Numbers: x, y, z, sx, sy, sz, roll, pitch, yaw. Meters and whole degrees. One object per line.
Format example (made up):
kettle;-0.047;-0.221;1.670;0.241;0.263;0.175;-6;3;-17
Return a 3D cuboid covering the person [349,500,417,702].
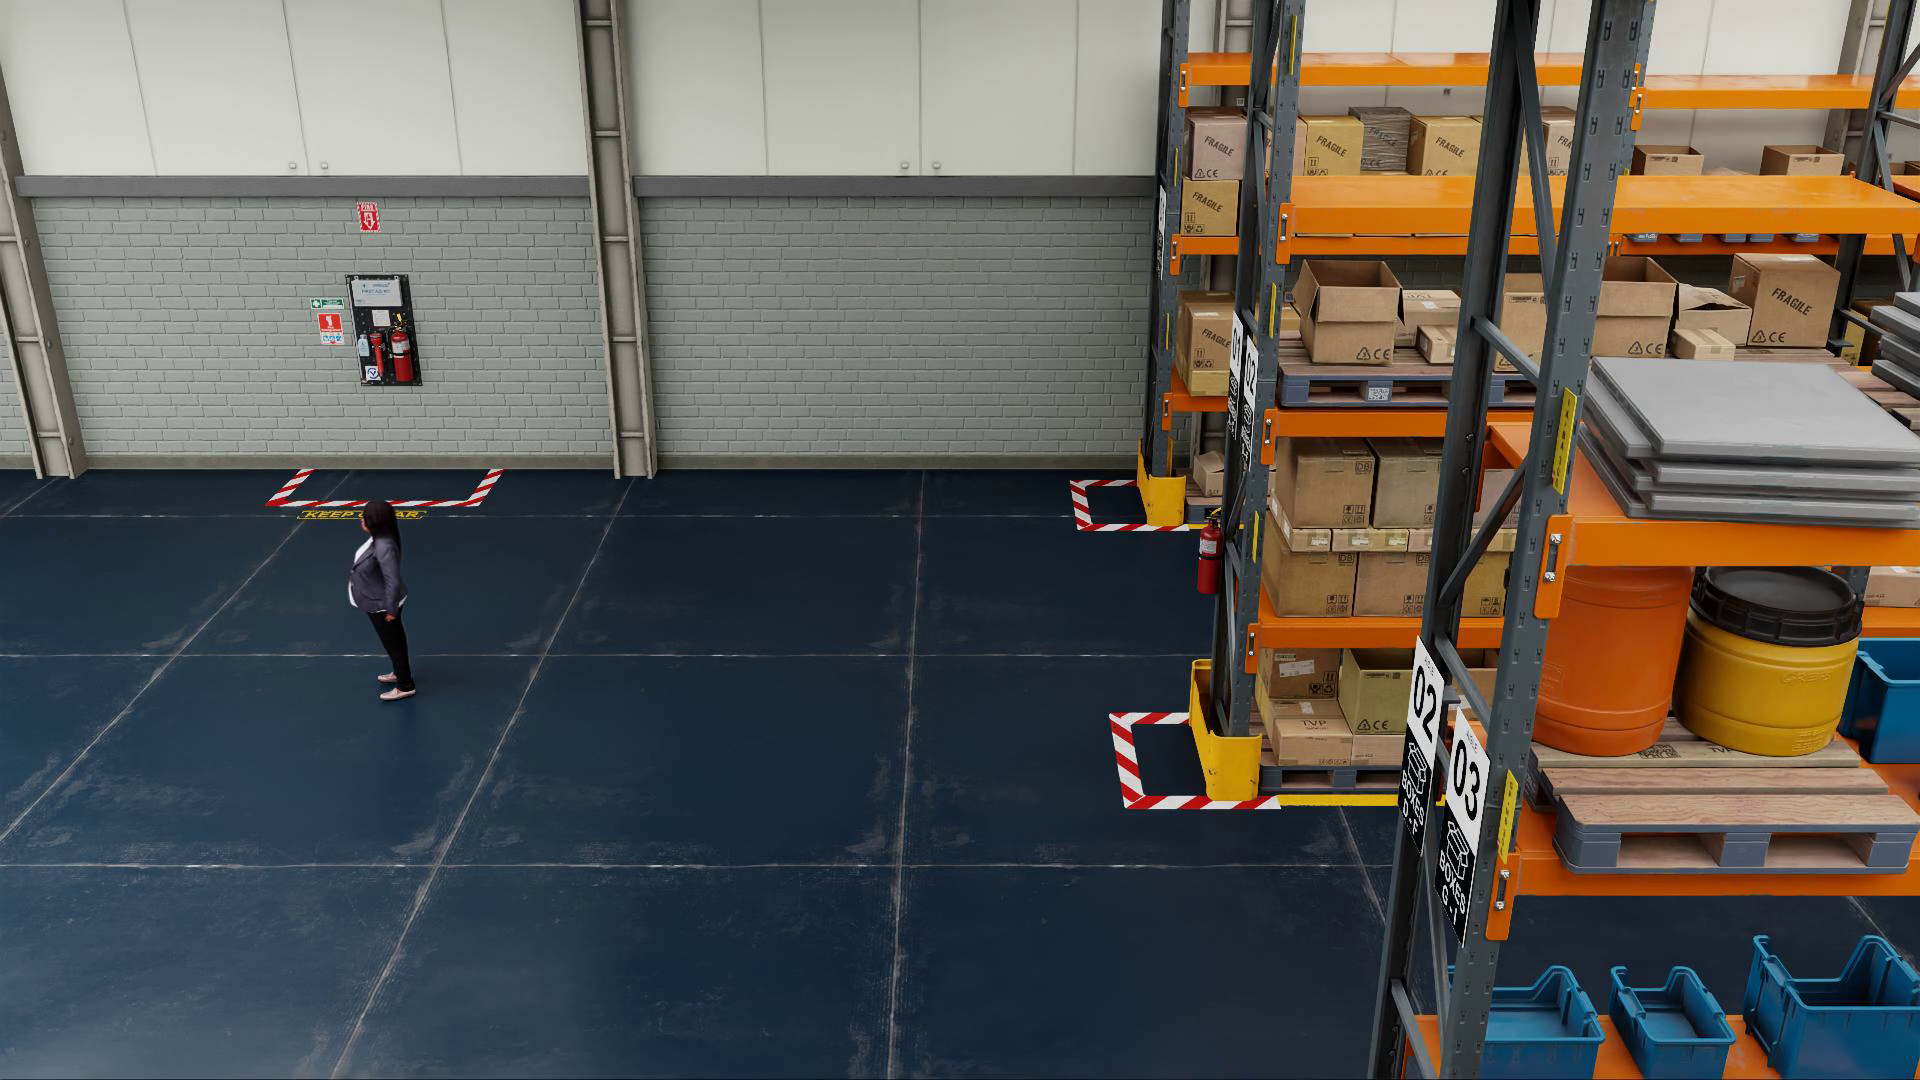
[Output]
person;-4.370;0.440;12.669;0.755;1.597;0.752;-7;24;-16
